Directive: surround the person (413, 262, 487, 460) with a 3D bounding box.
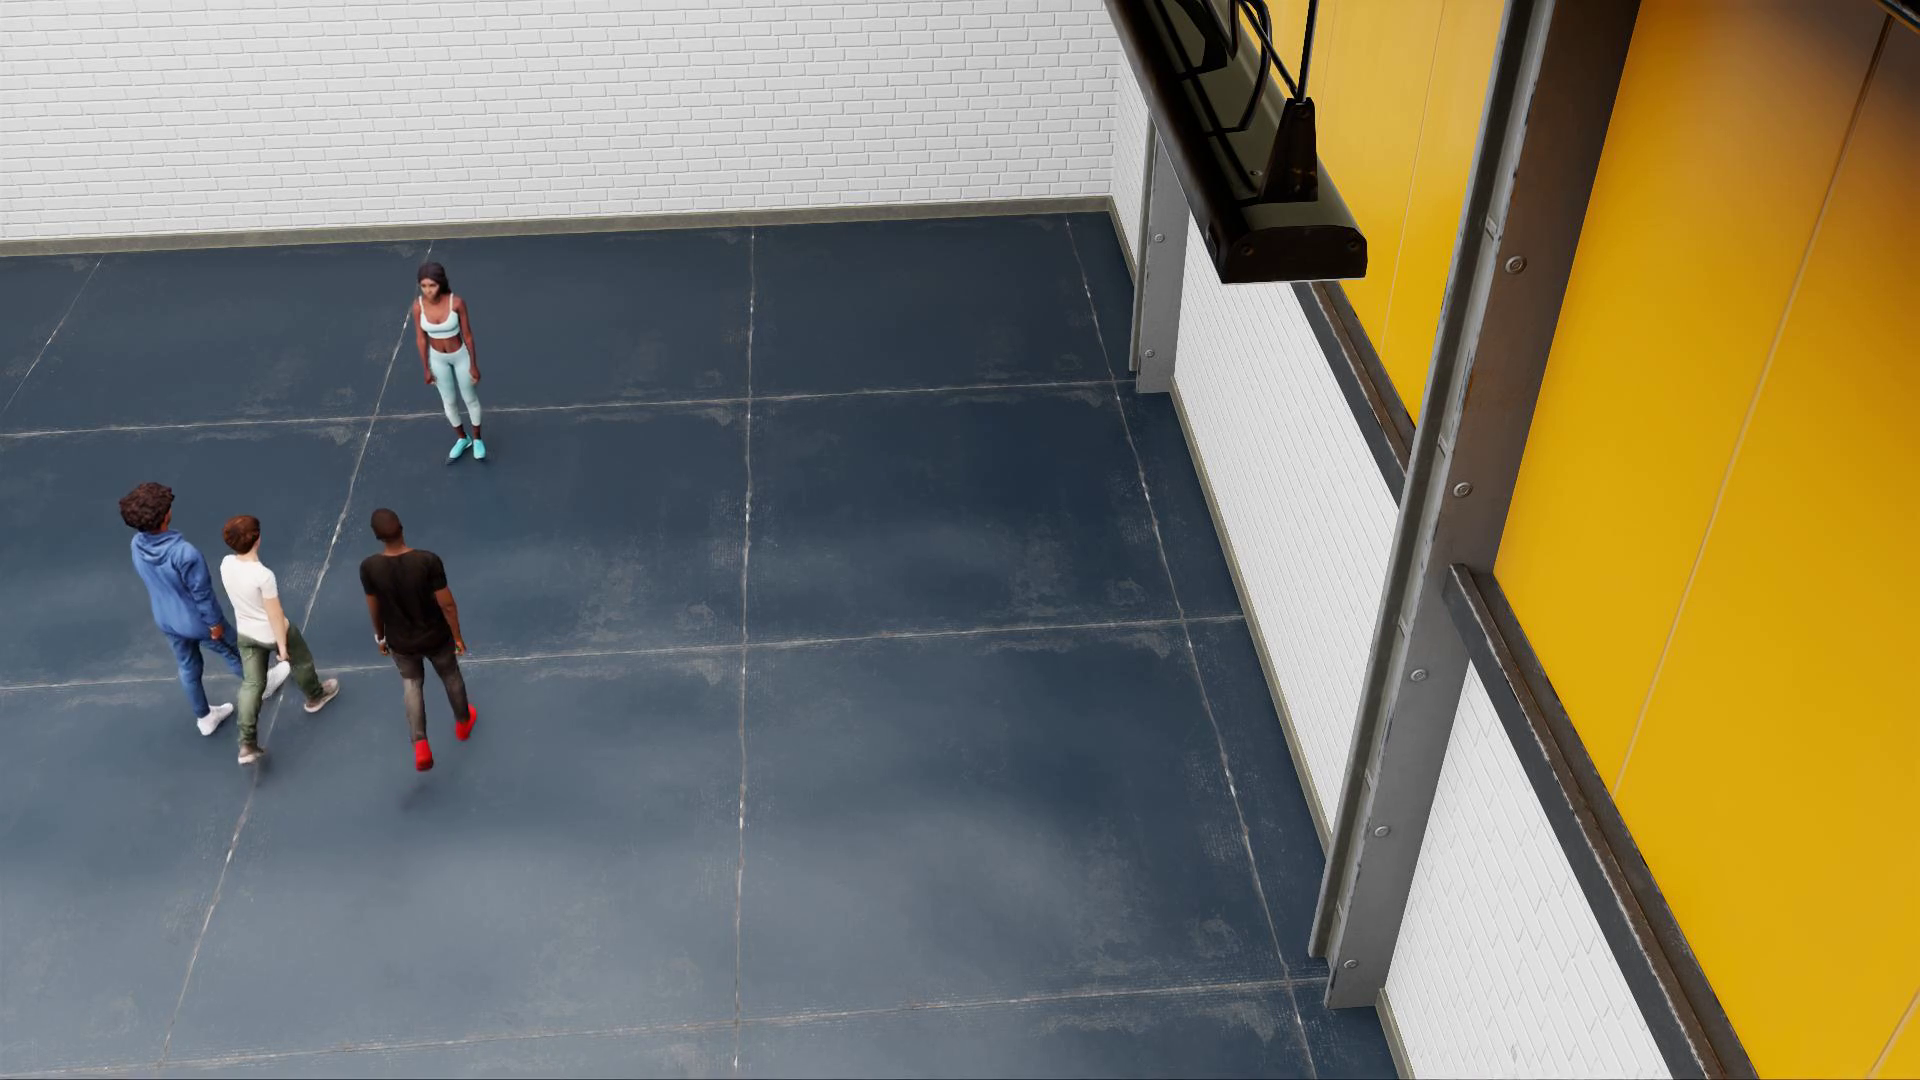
[{"bbox_3d":[-3.781,-1.329,12.406,0.559,1.713,0.569,-2,39,-3],"label":"person"}]

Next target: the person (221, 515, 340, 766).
[{"bbox_3d":[-4.242,0.628,10.033,0.899,1.618,1.215,11,40,13],"label":"person"}]

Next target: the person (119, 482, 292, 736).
[{"bbox_3d":[-4.728,0.481,10.080,0.911,1.789,1.037,13,41,16],"label":"person"}]

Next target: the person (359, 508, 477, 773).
[{"bbox_3d":[-3.254,0.627,9.899,0.735,1.785,0.962,-4,39,-5],"label":"person"}]
